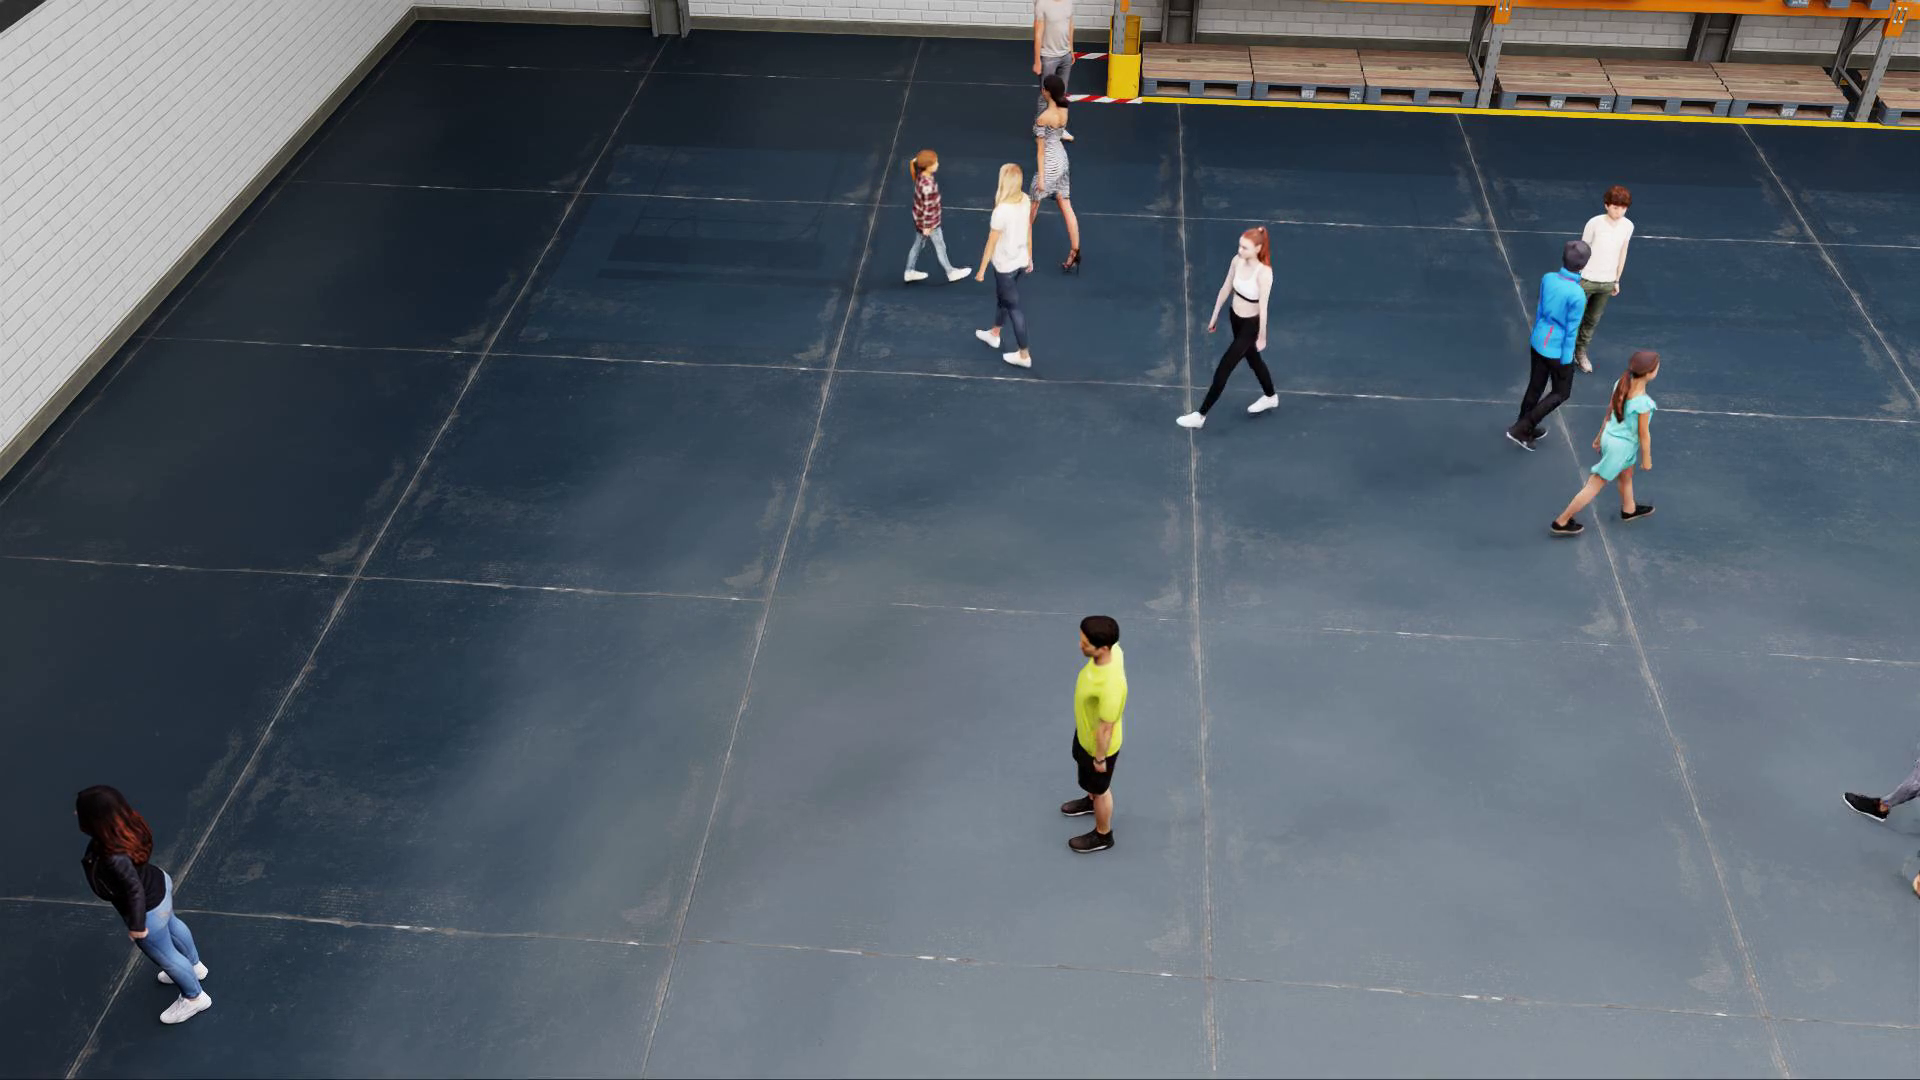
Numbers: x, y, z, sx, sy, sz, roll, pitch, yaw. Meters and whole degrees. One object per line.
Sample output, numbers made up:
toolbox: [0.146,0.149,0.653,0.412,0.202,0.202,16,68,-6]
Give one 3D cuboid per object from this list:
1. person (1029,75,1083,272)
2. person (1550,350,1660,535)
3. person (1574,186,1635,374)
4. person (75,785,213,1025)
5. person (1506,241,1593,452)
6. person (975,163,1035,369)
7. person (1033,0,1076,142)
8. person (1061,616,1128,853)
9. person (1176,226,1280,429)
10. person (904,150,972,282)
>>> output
person: [0.899,-3.236,14.884,1.167,1.770,1.017,29,47,31]
person: [4.627,-0.642,11.839,1.124,1.517,0.745,-7,39,-8]
person: [5.192,-2.138,13.602,0.505,1.654,0.651,-1,39,-1]
person: [-4.236,1.857,8.615,0.716,1.634,0.729,-13,40,-16]
person: [4.408,-1.428,12.609,0.848,1.783,0.782,-14,41,-17]
person: [0.492,-2.190,13.559,0.998,1.789,0.881,24,44,27]
person: [0.950,-4.959,16.945,0.742,1.889,0.803,-27,46,-30]
person: [0.809,1.078,9.536,0.573,1.703,0.650,-2,39,-2]
person: [2.293,-1.652,12.965,1.262,1.689,1.019,-16,41,-19]
person: [-0.350,-2.853,14.799,0.894,1.277,0.695,-8,39,-10]
